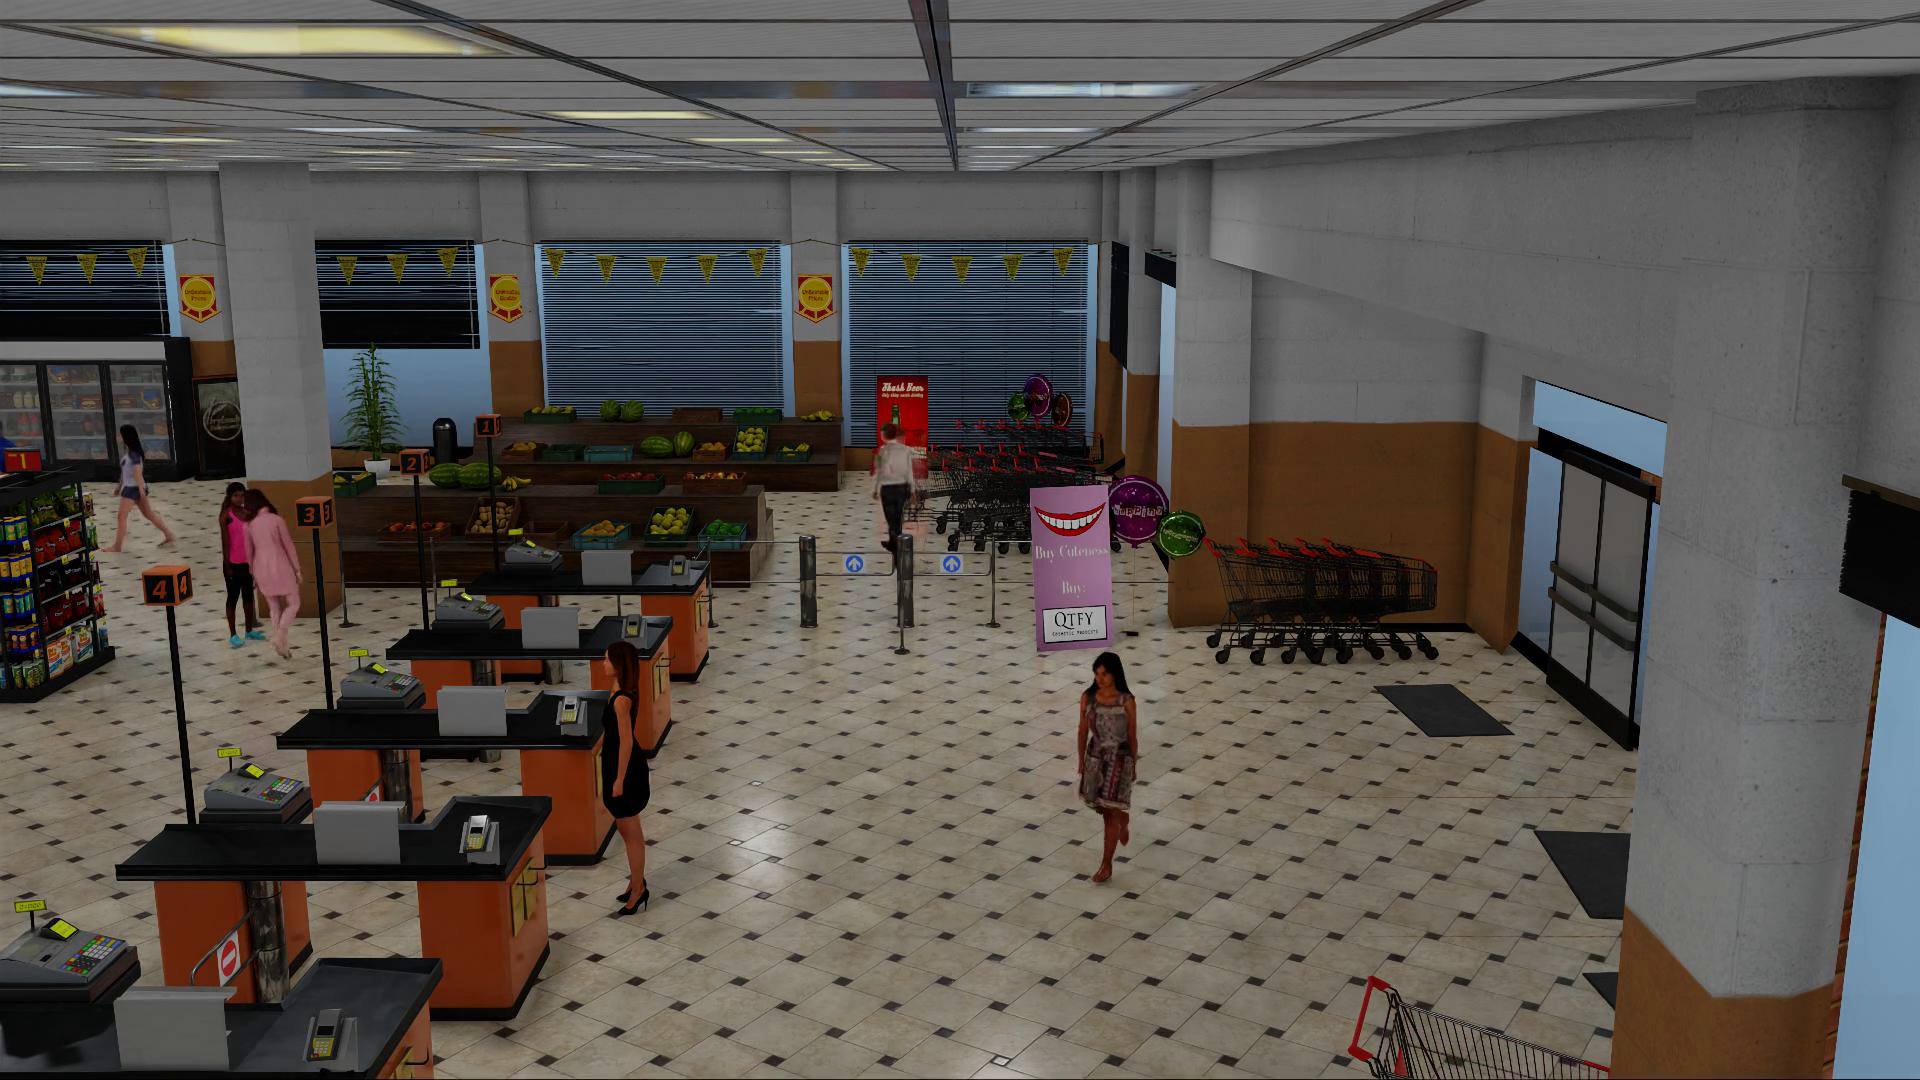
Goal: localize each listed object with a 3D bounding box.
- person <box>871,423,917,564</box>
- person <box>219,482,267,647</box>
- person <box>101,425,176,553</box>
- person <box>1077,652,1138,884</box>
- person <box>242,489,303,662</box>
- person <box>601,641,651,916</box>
[{"bbox_3d":[-0.821,-0.551,21.131,1.233,1.755,1.018,-3,12,-13],"label":"person"},{"bbox_3d":[-7.582,0.231,17.487,0.687,1.726,0.653,7,14,29],"label":"person"},{"bbox_3d":[-10.768,-0.662,21.890,1.212,1.660,1.020,-8,14,-33],"label":"person"},{"bbox_3d":[1.092,1.537,11.555,0.960,1.614,0.918,6,13,27],"label":"person"},{"bbox_3d":[-6.918,0.374,16.690,0.670,1.774,0.780,0,12,1],"label":"person"},{"bbox_3d":[-2.195,1.558,10.922,0.578,1.835,0.614,-2,12,-10],"label":"person"}]
